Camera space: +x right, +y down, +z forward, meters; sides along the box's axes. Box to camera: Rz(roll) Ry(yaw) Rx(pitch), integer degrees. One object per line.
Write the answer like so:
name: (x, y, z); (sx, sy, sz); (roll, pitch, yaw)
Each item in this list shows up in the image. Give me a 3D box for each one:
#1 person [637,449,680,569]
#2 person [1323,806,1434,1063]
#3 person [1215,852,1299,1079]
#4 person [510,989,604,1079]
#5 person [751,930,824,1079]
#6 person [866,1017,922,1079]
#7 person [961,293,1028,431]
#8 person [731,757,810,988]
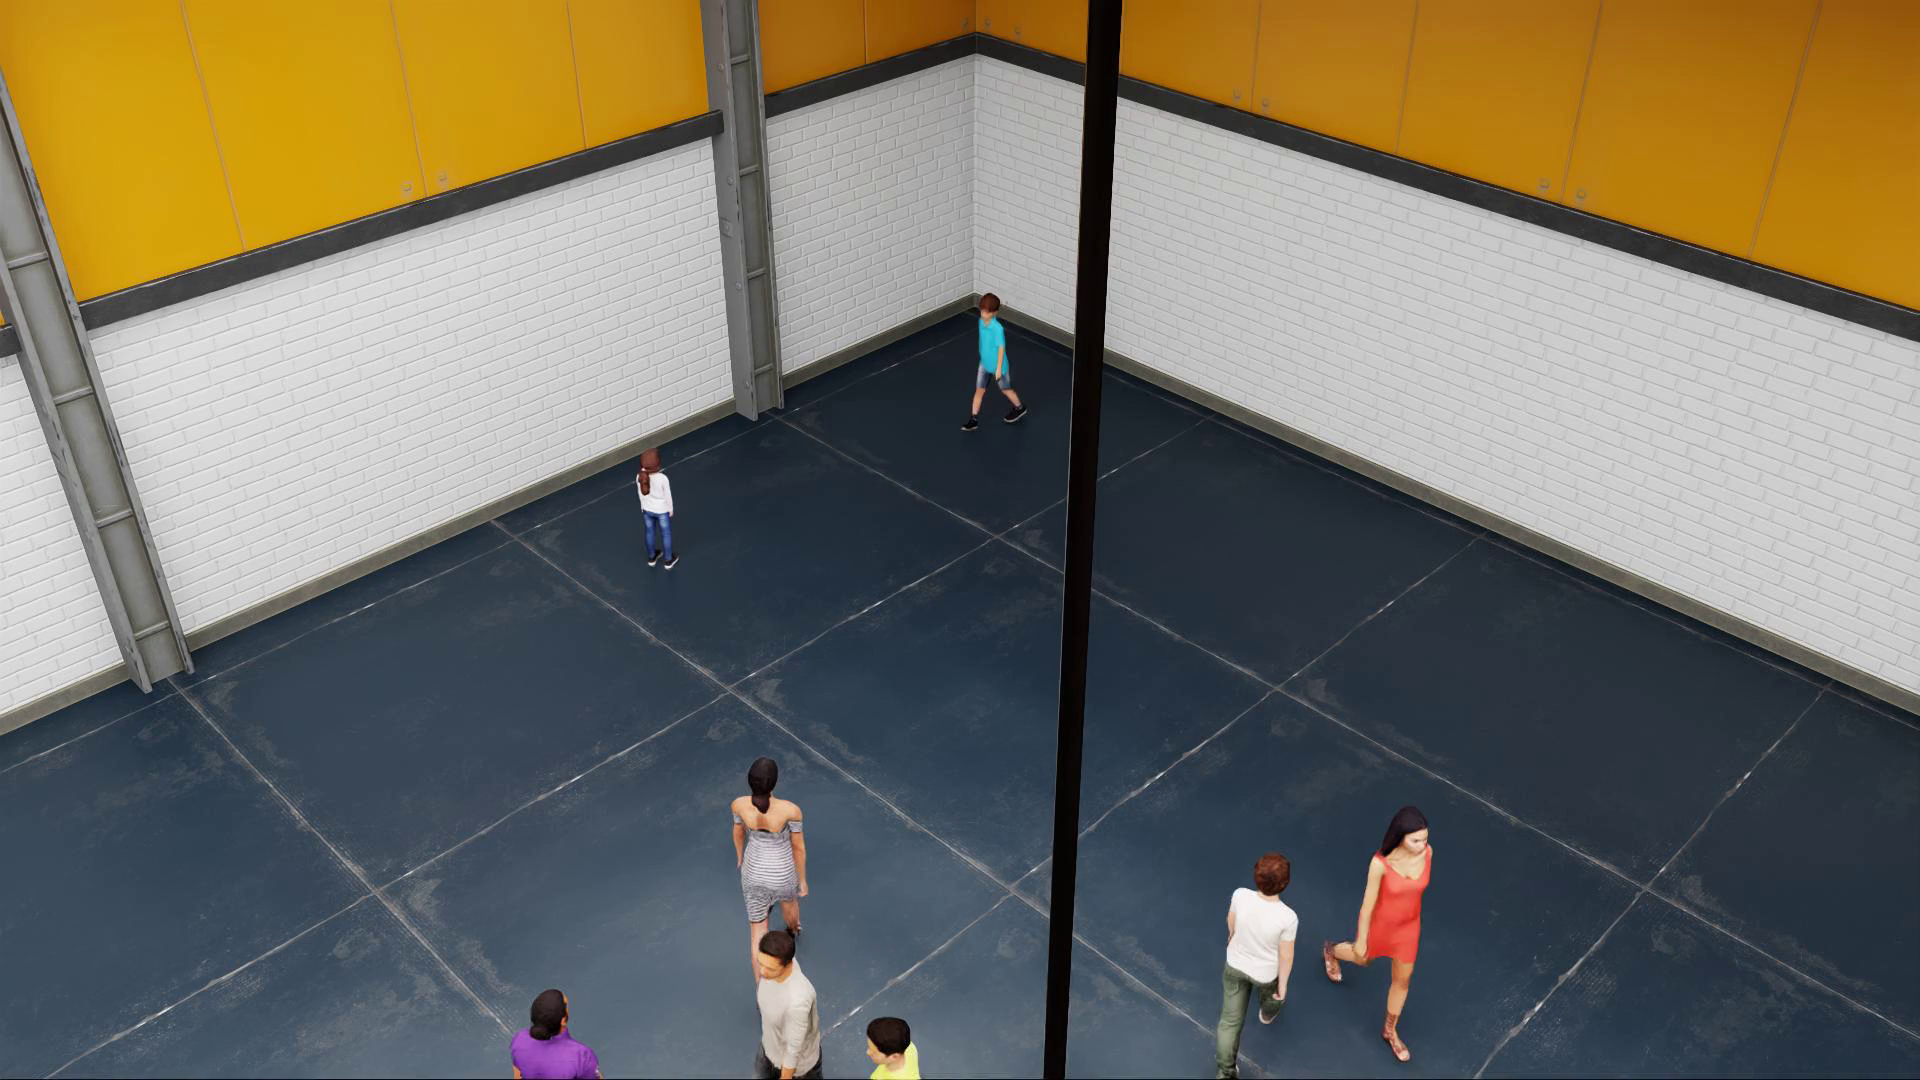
person: (-2.560, -0.281, 13.976); (0.522, 1.112, 0.573); (6, 34, 9)
person: (2.453, 2.189, 9.733); (1.107, 1.696, 0.943); (-13, 36, -18)
person: (1.620, 2.484, 9.373); (0.852, 1.603, 1.217); (14, 36, 20)
person: (-2.047, 3.000, 8.463); (0.885, 1.751, 1.014); (11, 35, 17)
person: (-0.808, 2.707, 8.885); (1.176, 1.771, 0.762); (-21, 39, -28)
person: (-0.245, 3.024, 8.487); (1.112, 1.684, 0.949); (-8, 35, -12)
person: (0.382, -1.723, 15.871); (0.971, 1.416, 0.589); (-22, 40, -30)
person: (-1.146, 2.082, 9.827); (1.022, 1.770, 1.136); (3, 34, 5)
